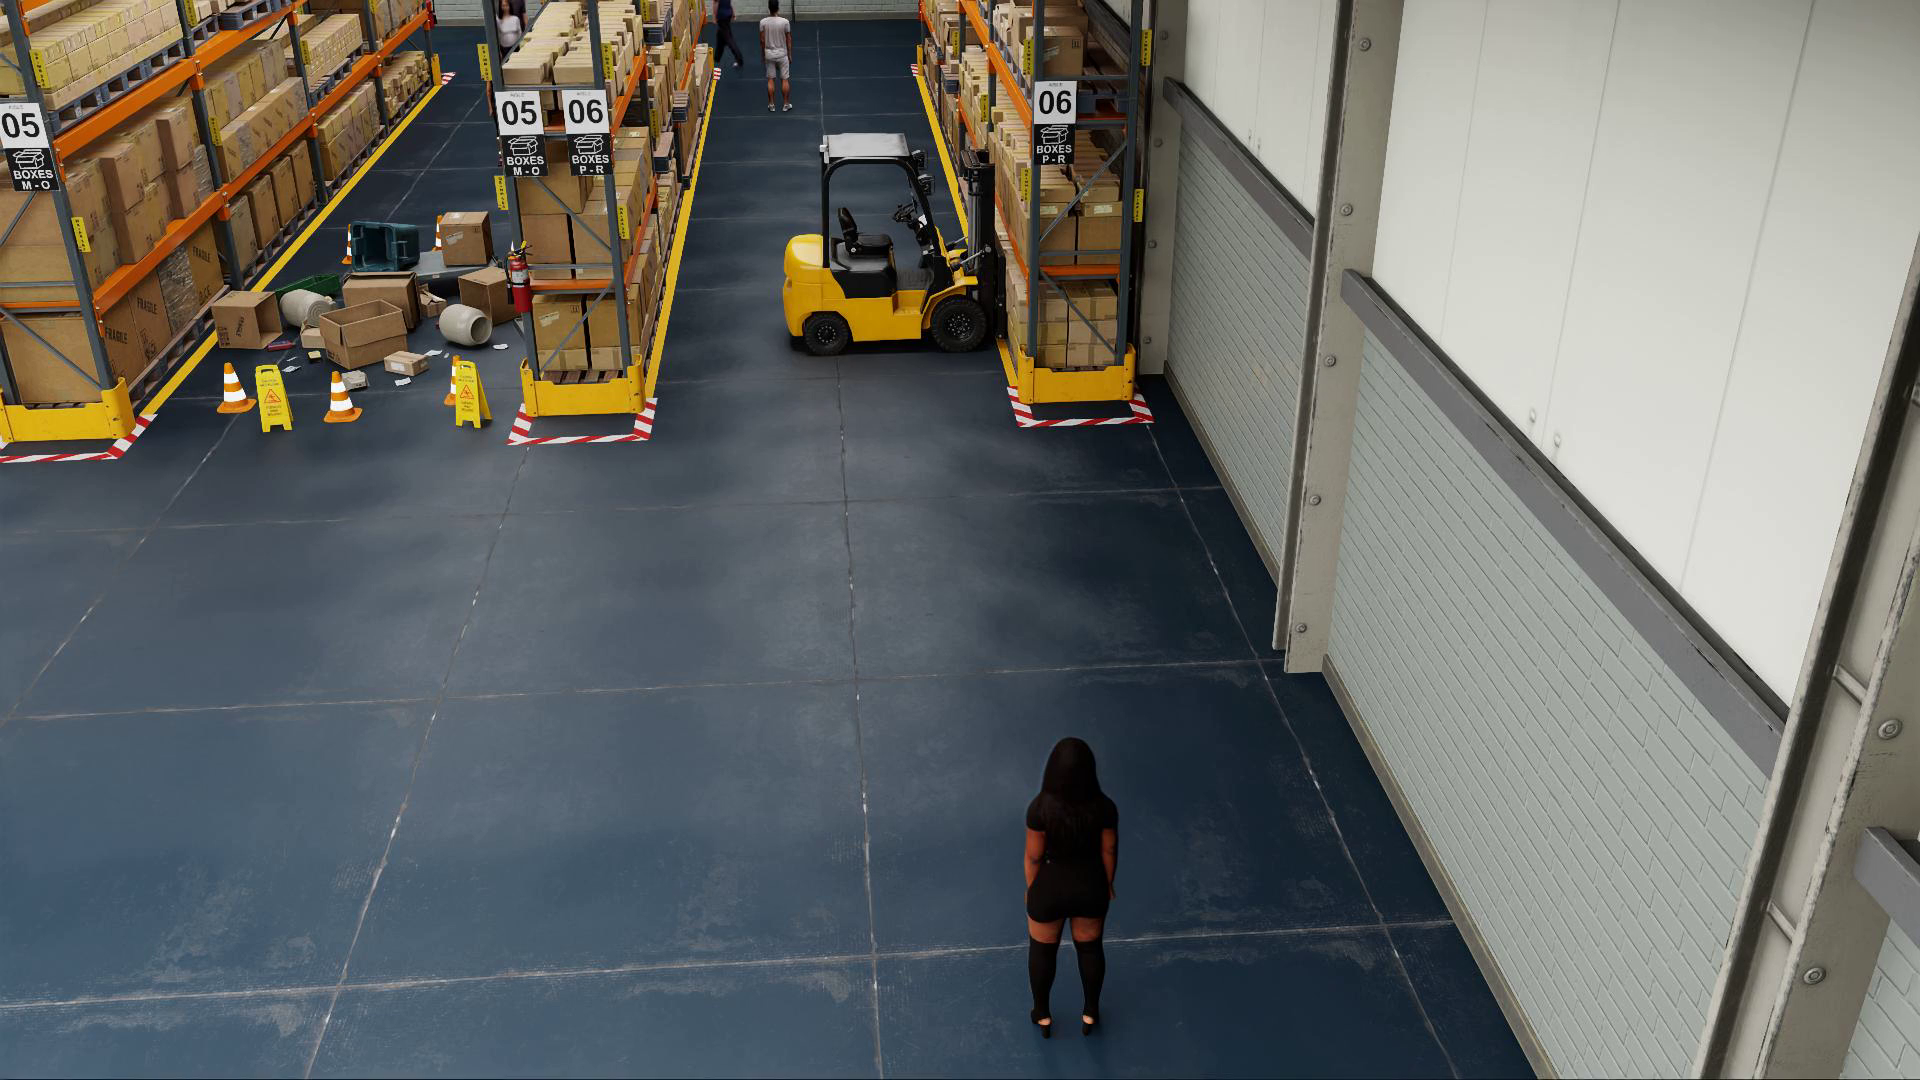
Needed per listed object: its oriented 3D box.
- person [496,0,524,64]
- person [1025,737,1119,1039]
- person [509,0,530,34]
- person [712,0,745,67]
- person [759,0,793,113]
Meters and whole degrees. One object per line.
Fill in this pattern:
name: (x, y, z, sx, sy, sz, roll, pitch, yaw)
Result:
person: (-7.842, -8.583, 29.050, 0.888, 1.654, 1.172, -13, 30, -24)
person: (0.563, 1.816, 8.634, 0.635, 1.856, 0.587, -1, 27, -2)
person: (-8.036, -9.196, 30.133, 0.689, 1.753, 0.677, -8, 28, -14)
person: (-4.361, -9.752, 31.156, 1.138, 1.805, 1.200, 13, 30, 24)
person: (-3.103, -8.191, 28.069, 0.683, 1.855, 0.576, -1, 27, -1)
